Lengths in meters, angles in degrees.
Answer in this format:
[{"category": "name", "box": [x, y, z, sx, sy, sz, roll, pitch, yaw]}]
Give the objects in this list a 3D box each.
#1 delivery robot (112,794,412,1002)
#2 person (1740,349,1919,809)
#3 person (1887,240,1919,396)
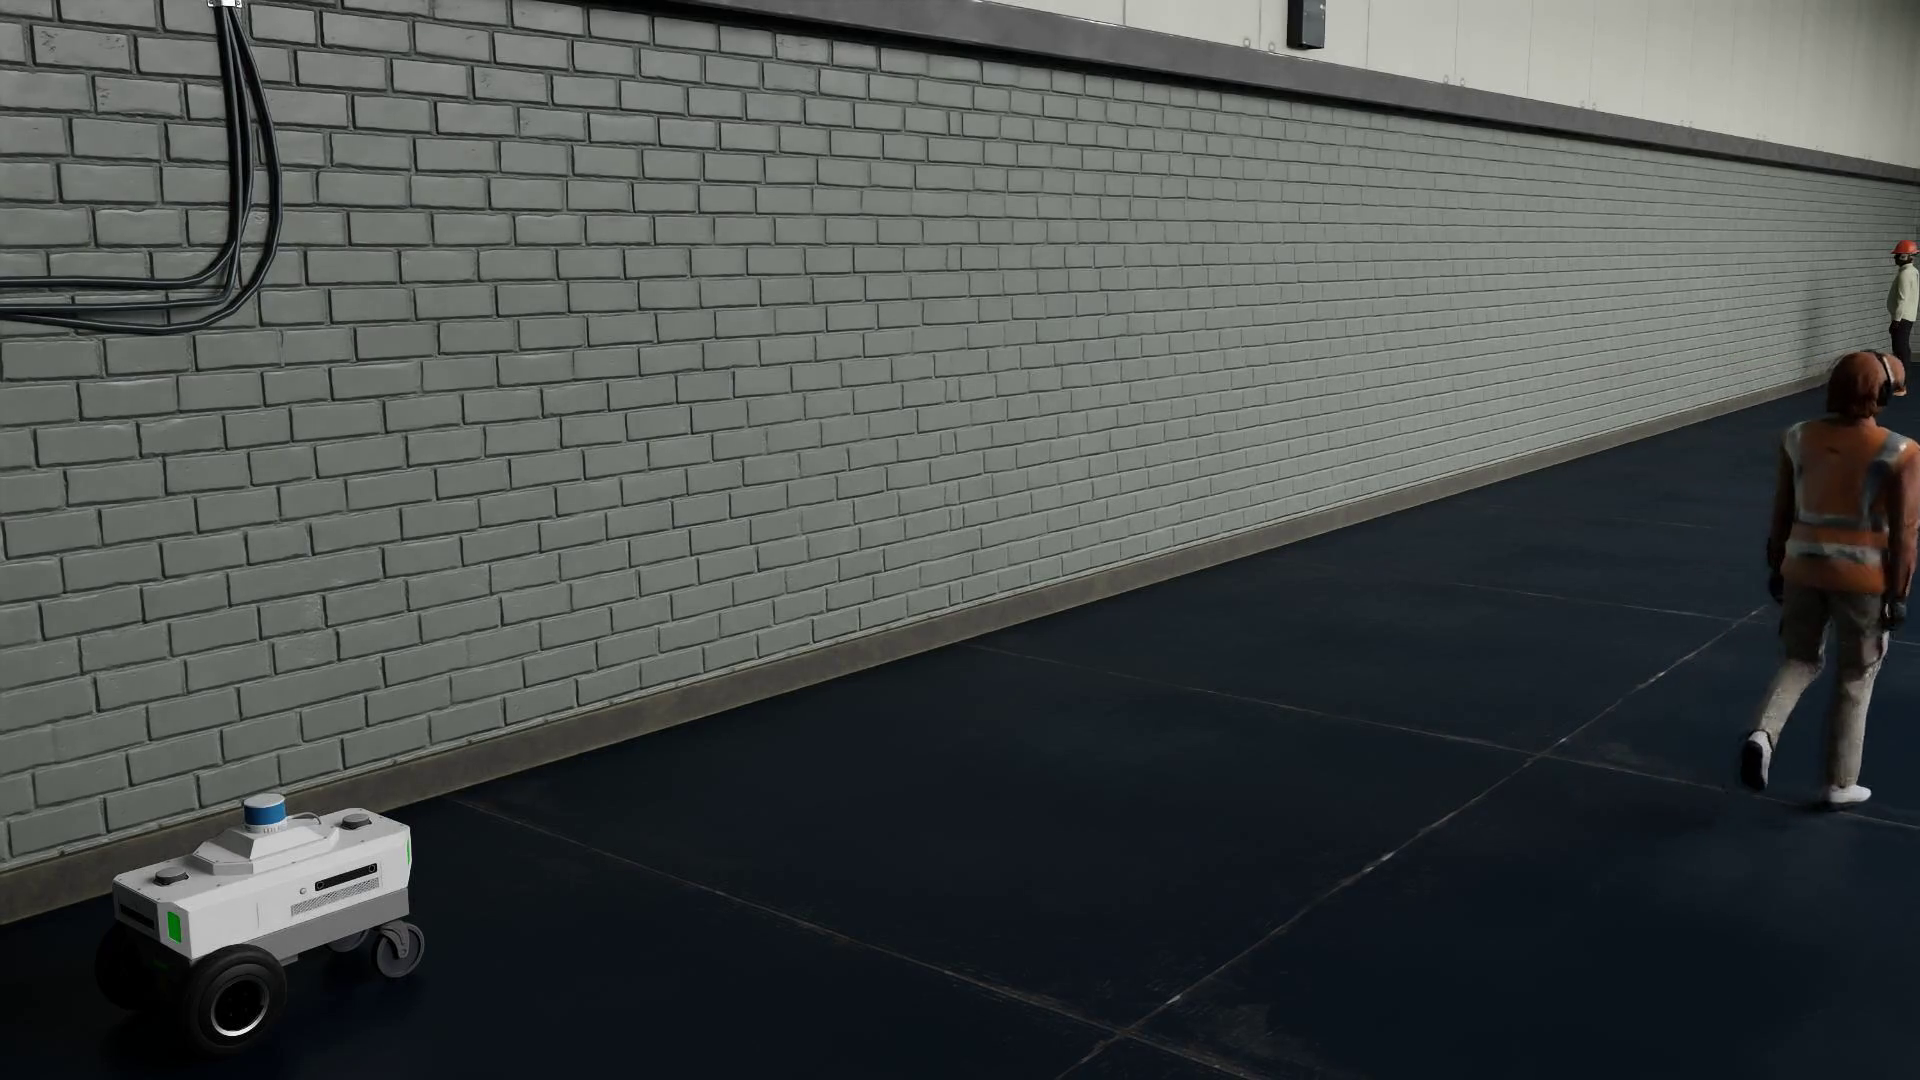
[{"category": "delivery robot", "box": [-1.825, 0.917, 4.407, 0.477, 0.478, 0.707, 8, 13, 38]}, {"category": "person", "box": [3.025, 0.153, 5.790, 0.495, 1.629, 0.526, -7, 12, -34]}, {"category": "person", "box": [12.208, -2.879, 21.590, 0.379, 1.996, 0.611, 8, 13, 38]}]
